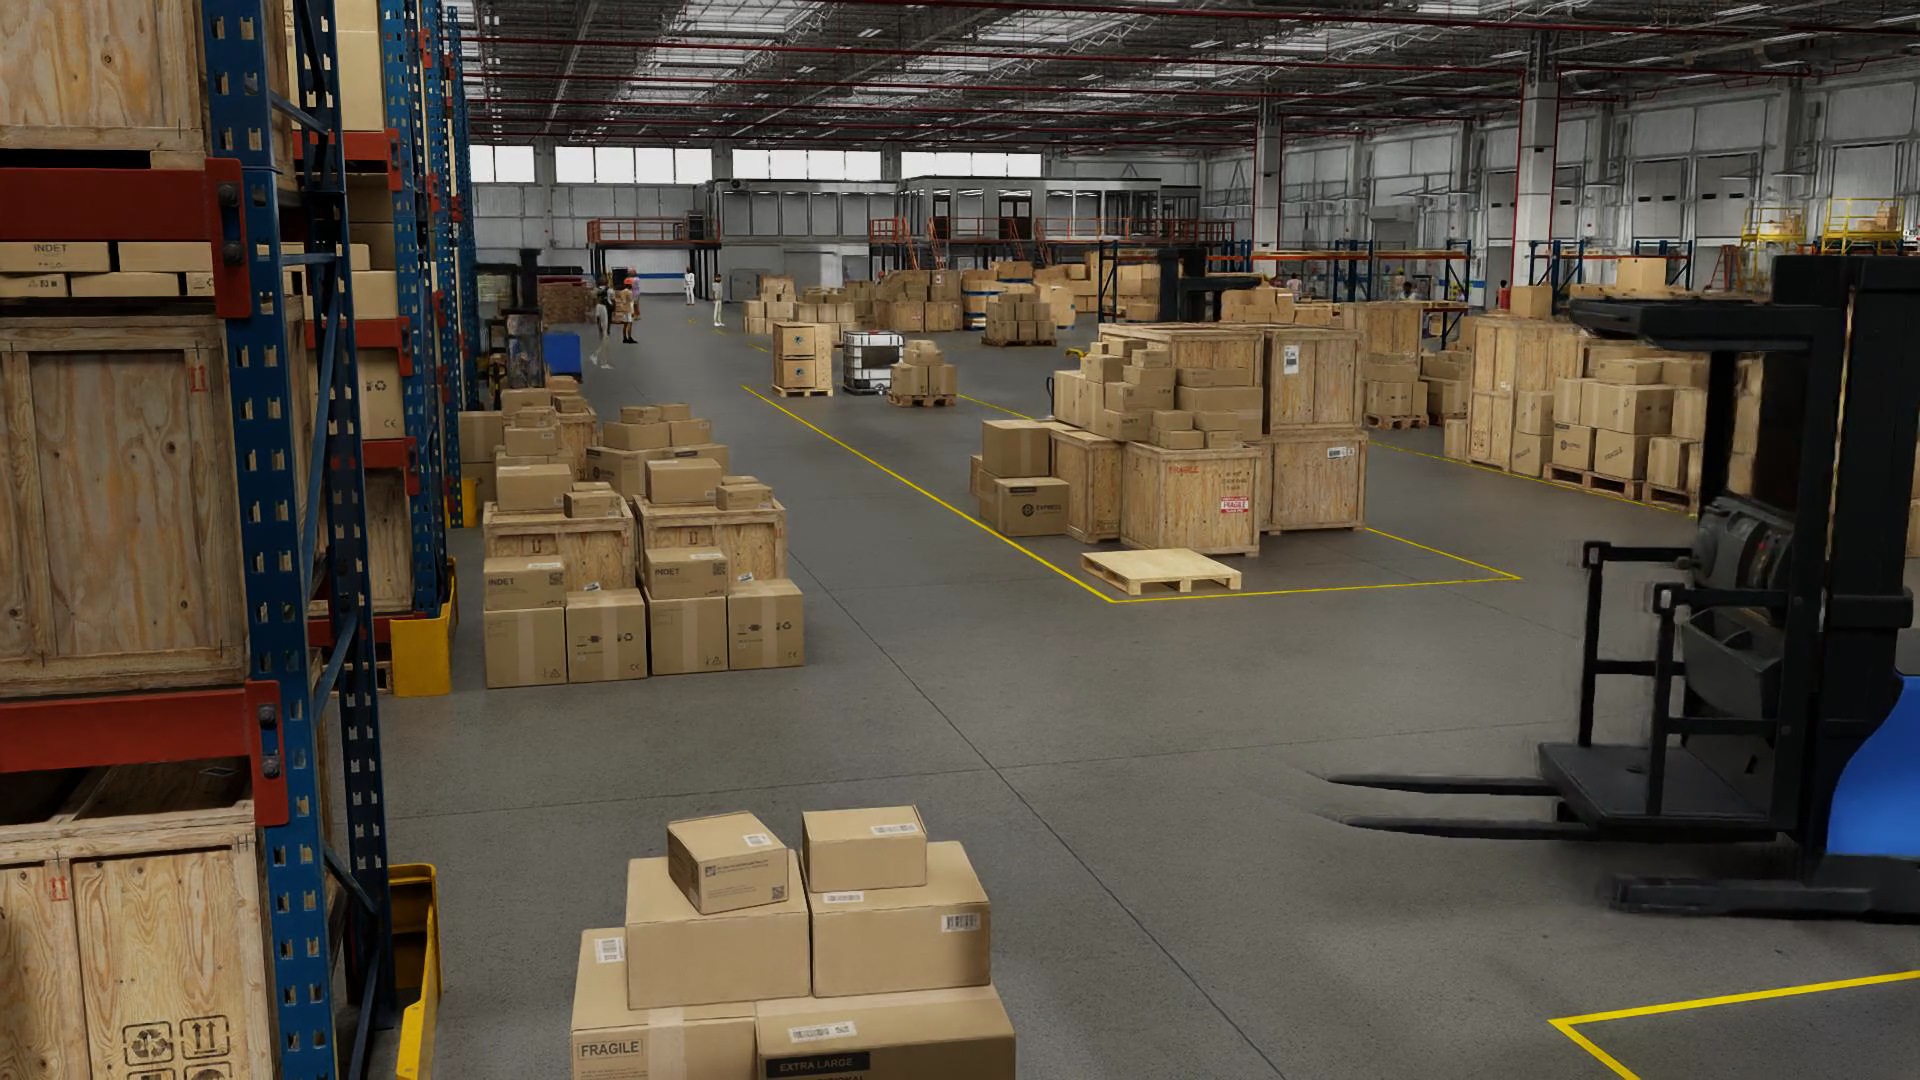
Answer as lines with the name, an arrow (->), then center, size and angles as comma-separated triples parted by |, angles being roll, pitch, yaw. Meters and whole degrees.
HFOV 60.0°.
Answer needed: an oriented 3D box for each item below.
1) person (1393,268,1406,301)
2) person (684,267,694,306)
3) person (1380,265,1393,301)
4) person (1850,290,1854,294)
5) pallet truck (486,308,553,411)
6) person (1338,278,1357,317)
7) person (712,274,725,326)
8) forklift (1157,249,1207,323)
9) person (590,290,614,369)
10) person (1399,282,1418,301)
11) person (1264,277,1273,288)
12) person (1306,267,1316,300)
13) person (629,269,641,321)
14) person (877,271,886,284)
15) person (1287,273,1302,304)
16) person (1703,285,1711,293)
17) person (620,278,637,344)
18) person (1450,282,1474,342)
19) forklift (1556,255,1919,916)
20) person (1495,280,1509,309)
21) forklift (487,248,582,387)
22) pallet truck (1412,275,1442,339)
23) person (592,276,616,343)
person -> 19.925, -11.381, 75.438 | 0.944, 1.892, 0.601 | -9, 13, -41
person -> -13.113, -12.281, 80.571 | 0.568, 1.878, 0.351 | 4, 11, 24
person -> 20.734, -12.366, 80.839 | 0.613, 1.944, 0.401 | 7, 12, 33
person -> 25.311, -6.455, 47.500 | 0.665, 1.905, 0.562 | 0, 10, -1
pallet truck -> -6.242, -2.418, 24.362 | 0.823, 1.965, 1.885 | 1, 10, 3
person -> 11.364, -6.774, 49.253 | 0.803, 1.914, 0.655 | 10, 14, 44
person -> -8.739, -8.676, 60.163 | 0.328, 1.872, 0.510 | 6, 12, 32
forklift -> 3.229, -2.869, 24.419 | 1.873, 2.768, 1.129 | 7, 12, 36
person -> -8.436, -4.936, 39.041 | 0.547, 1.851, 0.519 | 2, 10, 11
person -> 12.514, -6.312, 46.763 | 0.962, 1.867, 0.606 | -9, 13, -41
person -> 9.602, -7.409, 52.842 | 0.658, 1.916, 0.668 | 4, 11, 19
person -> 16.968, -12.311, 80.758 | 0.693, 1.872, 0.625 | -2, 10, -8
person -> -12.653, -9.515, 64.605 | 0.389, 1.991, 0.703 | -2, 10, -9
person -> -2.777, -8.656, 59.692 | 0.381, 1.995, 0.611 | 7, 12, 36
person -> 13.012, -9.494, 64.895 | 0.623, 1.839, 0.429 | -1, 10, -6
person -> 20.405, -6.049, 45.477 | 0.523, 1.796, 0.871 | 0, 10, -1
person -> -9.812, -6.788, 49.281 | 0.373, 1.934, 0.552 | -9, 14, -43
person -> 14.070, -6.241, 46.374 | 0.735, 1.880, 0.656 | 8, 13, 38
forklift -> 3.820, 0.151, 7.321 | 1.873, 2.768, 1.129 | 1, 10, 4
person -> 19.083, -8.299, 58.517 | 0.540, 1.695, 0.317 | -2, 10, -11
forklift -> -8.754, -4.563, 34.011 | 1.873, 2.768, 1.129 | -3, 10, -15
pallet truck -> 14.620, -7.324, 52.145 | 0.823, 1.965, 1.885 | 8, 13, 40
person -> -10.524, -6.865, 49.422 | 0.695, 2.000, 0.885 | 0, 10, 1
